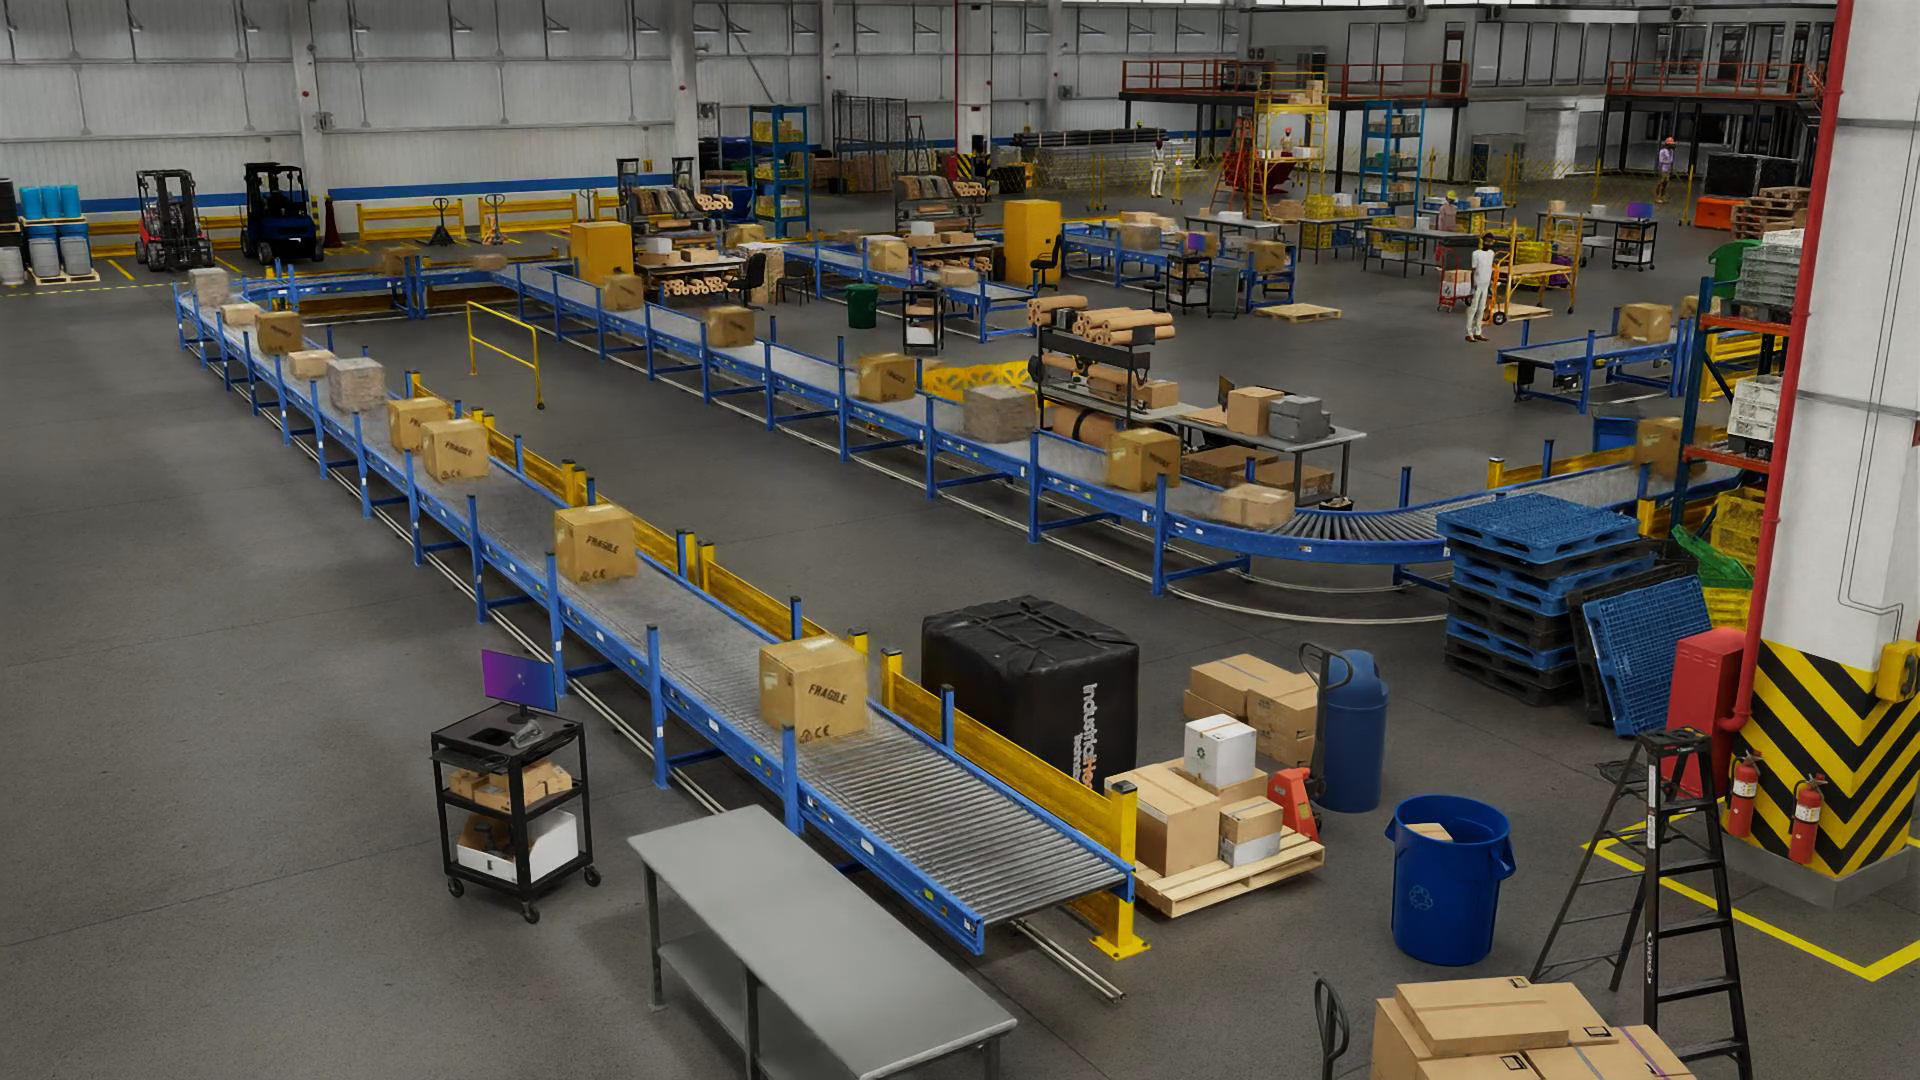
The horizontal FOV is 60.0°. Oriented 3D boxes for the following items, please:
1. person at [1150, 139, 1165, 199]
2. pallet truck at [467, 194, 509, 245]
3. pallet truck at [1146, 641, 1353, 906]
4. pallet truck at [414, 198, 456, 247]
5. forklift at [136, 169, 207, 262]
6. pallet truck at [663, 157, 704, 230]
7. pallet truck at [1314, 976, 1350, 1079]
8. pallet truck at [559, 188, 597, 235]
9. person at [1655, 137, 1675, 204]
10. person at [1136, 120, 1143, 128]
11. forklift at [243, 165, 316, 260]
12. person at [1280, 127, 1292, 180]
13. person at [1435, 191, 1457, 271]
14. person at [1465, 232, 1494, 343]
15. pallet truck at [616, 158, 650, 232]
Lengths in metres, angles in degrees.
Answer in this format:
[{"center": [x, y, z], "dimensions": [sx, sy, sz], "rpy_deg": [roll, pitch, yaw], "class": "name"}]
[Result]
[{"center": [6.421, -12.031, 53.949], "dimensions": [0.574, 1.883, 0.355], "rpy_deg": [-10, 20, -31], "class": "person"}, {"center": [-11.983, -8.177, 42.137], "dimensions": [0.704, 1.261, 1.522], "rpy_deg": [-11, 20, -33], "class": "pallet truck"}, {"center": [1.664, 1.407, 10.232], "dimensions": [1.630, 1.274, 0.653], "rpy_deg": [-10, 20, -31], "class": "pallet truck"}, {"center": [-13.250, -8.060, 41.856], "dimensions": [0.680, 1.201, 1.601], "rpy_deg": [-10, 20, -31], "class": "pallet truck"}, {"center": [-17.842, -7.318, 37.559], "dimensions": [1.157, 1.987, 2.680], "rpy_deg": [-10, 20, -31], "class": "forklift"}, {"center": [-7.586, -9.308, 44.692], "dimensions": [0.823, 1.965, 1.885], "rpy_deg": [-11, 20, -33], "class": "pallet truck"}, {"center": [2.299, 2.390, 7.086], "dimensions": [1.601, 1.201, 0.680], "rpy_deg": [-2, 17, -7], "class": "pallet truck"}, {"center": [-10.010, -8.652, 43.699], "dimensions": [0.653, 1.274, 1.630], "rpy_deg": [-10, 20, -31], "class": "pallet truck"}, {"center": [22.191, -11.612, 52.279], "dimensions": [0.605, 2.045, 0.377], "rpy_deg": [-10, 20, -31], "class": "person"}, {"center": [7.069, -15.628, 65.842], "dimensions": [0.586, 1.928, 0.369], "rpy_deg": [-10, 20, -31], "class": "person"}, {"center": [-15.898, -7.669, 38.708], "dimensions": [1.157, 1.987, 2.680], "rpy_deg": [-11, 20, -33], "class": "forklift"}, {"center": [11.995, -14.199, 61.089], "dimensions": [0.543, 1.928, 0.373], "rpy_deg": [-10, 20, -31], "class": "person"}, {"center": [10.859, -6.887, 37.049], "dimensions": [0.524, 1.760, 0.327], "rpy_deg": [-10, 20, -31], "class": "person"}, {"center": [8.852, -4.286, 28.213], "dimensions": [0.520, 1.865, 0.328], "rpy_deg": [-10, 20, -31], "class": "person"}, {"center": [-8.918, -9.176, 44.255], "dimensions": [0.823, 1.965, 1.885], "rpy_deg": [-9, 19, -27], "class": "pallet truck"}]
